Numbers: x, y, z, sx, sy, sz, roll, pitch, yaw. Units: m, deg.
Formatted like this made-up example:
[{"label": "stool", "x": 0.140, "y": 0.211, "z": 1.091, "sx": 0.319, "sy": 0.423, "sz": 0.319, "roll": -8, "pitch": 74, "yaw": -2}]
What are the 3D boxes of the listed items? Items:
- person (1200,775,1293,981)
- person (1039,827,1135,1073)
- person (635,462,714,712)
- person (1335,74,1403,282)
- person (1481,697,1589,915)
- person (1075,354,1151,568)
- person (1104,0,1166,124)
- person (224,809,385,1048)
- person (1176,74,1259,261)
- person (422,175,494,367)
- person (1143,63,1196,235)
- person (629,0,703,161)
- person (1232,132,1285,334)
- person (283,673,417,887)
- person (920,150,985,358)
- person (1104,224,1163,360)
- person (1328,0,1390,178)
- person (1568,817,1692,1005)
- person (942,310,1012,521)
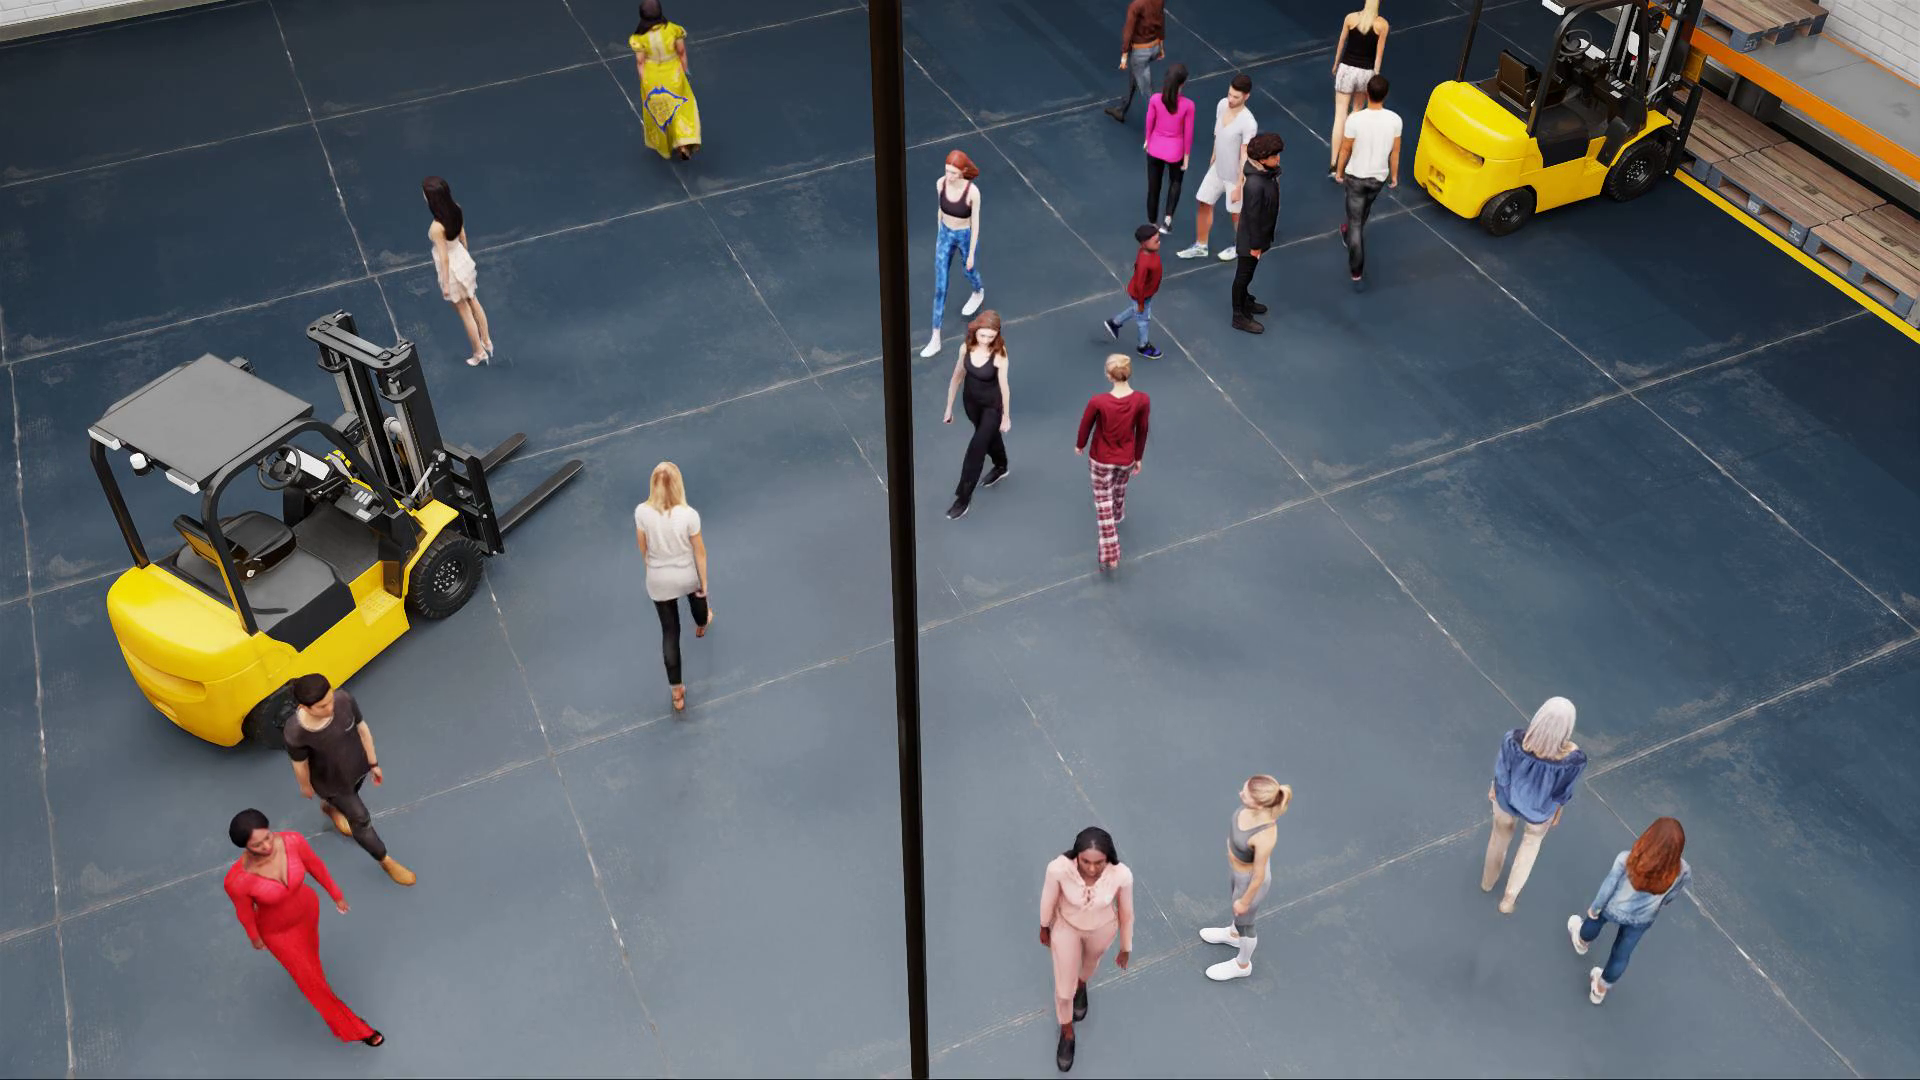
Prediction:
[{"label": "person", "x": 1.588, "y": 1.833, "z": 9.142, "sx": 0.702, "sy": 1.707, "sz": 0.589, "roll": 0, "pitch": 44, "yaw": 0}, {"label": "person", "x": 0.667, "y": 2.027, "z": 8.939, "sx": 0.844, "sy": 1.706, "sz": 0.960, "roll": 0, "pitch": 44, "yaw": 1}, {"label": "person", "x": -1.847, "y": 0.310, "z": 10.688, "sx": 0.901, "sy": 1.780, "sz": 1.264, "roll": -2, "pitch": 44, "yaw": -2}, {"label": "person", "x": 3.482, "y": -3.052, "z": 14.242, "sx": 0.972, "sy": 1.755, "sz": 1.263, "roll": -2, "pitch": 44, "yaw": -2}, {"label": "person", "x": 3.189, "y": 1.559, "z": 9.452, "sx": 0.844, "sy": 1.686, "sz": 0.897, "roll": 17, "pitch": 46, "yaw": 17}, {"label": "person", "x": 1.084, "y": -0.545, "z": 11.661, "sx": 0.754, "sy": 1.675, "sz": 1.046, "roll": -8, "pitch": 44, "yaw": -8}, {"label": "person", "x": 1.817, "y": -4.598, "z": 15.876, "sx": 1.259, "sy": 1.730, "sz": 0.941, "roll": 34, "pitch": 53, "yaw": 30}, {"label": "person", "x": -3.644, "y": 1.996, "z": 8.957, "sx": 1.233, "sy": 1.736, "sz": 1.021, "roll": 25, "pitch": 49, "yaw": 24}, {"label": "person", "x": 2.421, "y": -3.203, "z": 14.351, "sx": 0.818, "sy": 1.814, "sz": 0.803, "roll": -18, "pitch": 46, "yaw": -18}, {"label": "person", "x": -4.008, "y": -2.134, "z": 13.286, "sx": 0.726, "sy": 1.735, "sz": 0.647, "roll": 10, "pitch": 44, "yaw": 10}, {"label": "person", "x": 1.798, "y": -3.344, "z": 14.598, "sx": 0.732, "sy": 1.687, "sz": 0.782, "roll": 9, "pitch": 44, "yaw": 9}, {"label": "person", "x": -2.754, "y": -4.263, "z": 15.593, "sx": 0.829, "sy": 1.645, "sz": 0.997, "roll": -9, "pitch": 44, "yaw": -9}, {"label": "person", "x": 2.421, "y": -2.551, "z": 13.690, "sx": 0.800, "sy": 1.780, "sz": 0.731, "roll": 11, "pitch": 45, "yaw": 12}, {"label": "person", "x": -3.686, "y": 1.294, "z": 9.739, "sx": 1.194, "sy": 1.664, "sz": 1.004, "roll": 24, "pitch": 49, "yaw": 23}, {"label": "person", "x": 0.040, "y": -2.425, "z": 13.604, "sx": 1.204, "sy": 1.728, "sz": 1.164, "roll": 20, "pitch": 47, "yaw": 20}, {"label": "person", "x": 1.432, "y": -2.044, "z": 13.545, "sx": 0.787, "sy": 1.246, "sz": 0.765, "roll": 6, "pitch": 44, "yaw": 6}, {"label": "person", "x": 3.670, "y": -4.273, "z": 15.480, "sx": 1.160, "sy": 1.805, "sz": 1.226, "roll": 13, "pitch": 45, "yaw": 13}, {"label": "person", "x": 3.653, "y": 2.066, "z": 9.073, "sx": 0.817, "sy": 1.464, "sz": 0.899, "roll": 8, "pitch": 44, "yaw": 9}, {"label": "person", "x": 0.237, "y": -1.026, "z": 12.147, "sx": 1.054, "sy": 1.701, "sz": 0.973, "roll": 30, "pitch": 51, "yaw": 27}]
